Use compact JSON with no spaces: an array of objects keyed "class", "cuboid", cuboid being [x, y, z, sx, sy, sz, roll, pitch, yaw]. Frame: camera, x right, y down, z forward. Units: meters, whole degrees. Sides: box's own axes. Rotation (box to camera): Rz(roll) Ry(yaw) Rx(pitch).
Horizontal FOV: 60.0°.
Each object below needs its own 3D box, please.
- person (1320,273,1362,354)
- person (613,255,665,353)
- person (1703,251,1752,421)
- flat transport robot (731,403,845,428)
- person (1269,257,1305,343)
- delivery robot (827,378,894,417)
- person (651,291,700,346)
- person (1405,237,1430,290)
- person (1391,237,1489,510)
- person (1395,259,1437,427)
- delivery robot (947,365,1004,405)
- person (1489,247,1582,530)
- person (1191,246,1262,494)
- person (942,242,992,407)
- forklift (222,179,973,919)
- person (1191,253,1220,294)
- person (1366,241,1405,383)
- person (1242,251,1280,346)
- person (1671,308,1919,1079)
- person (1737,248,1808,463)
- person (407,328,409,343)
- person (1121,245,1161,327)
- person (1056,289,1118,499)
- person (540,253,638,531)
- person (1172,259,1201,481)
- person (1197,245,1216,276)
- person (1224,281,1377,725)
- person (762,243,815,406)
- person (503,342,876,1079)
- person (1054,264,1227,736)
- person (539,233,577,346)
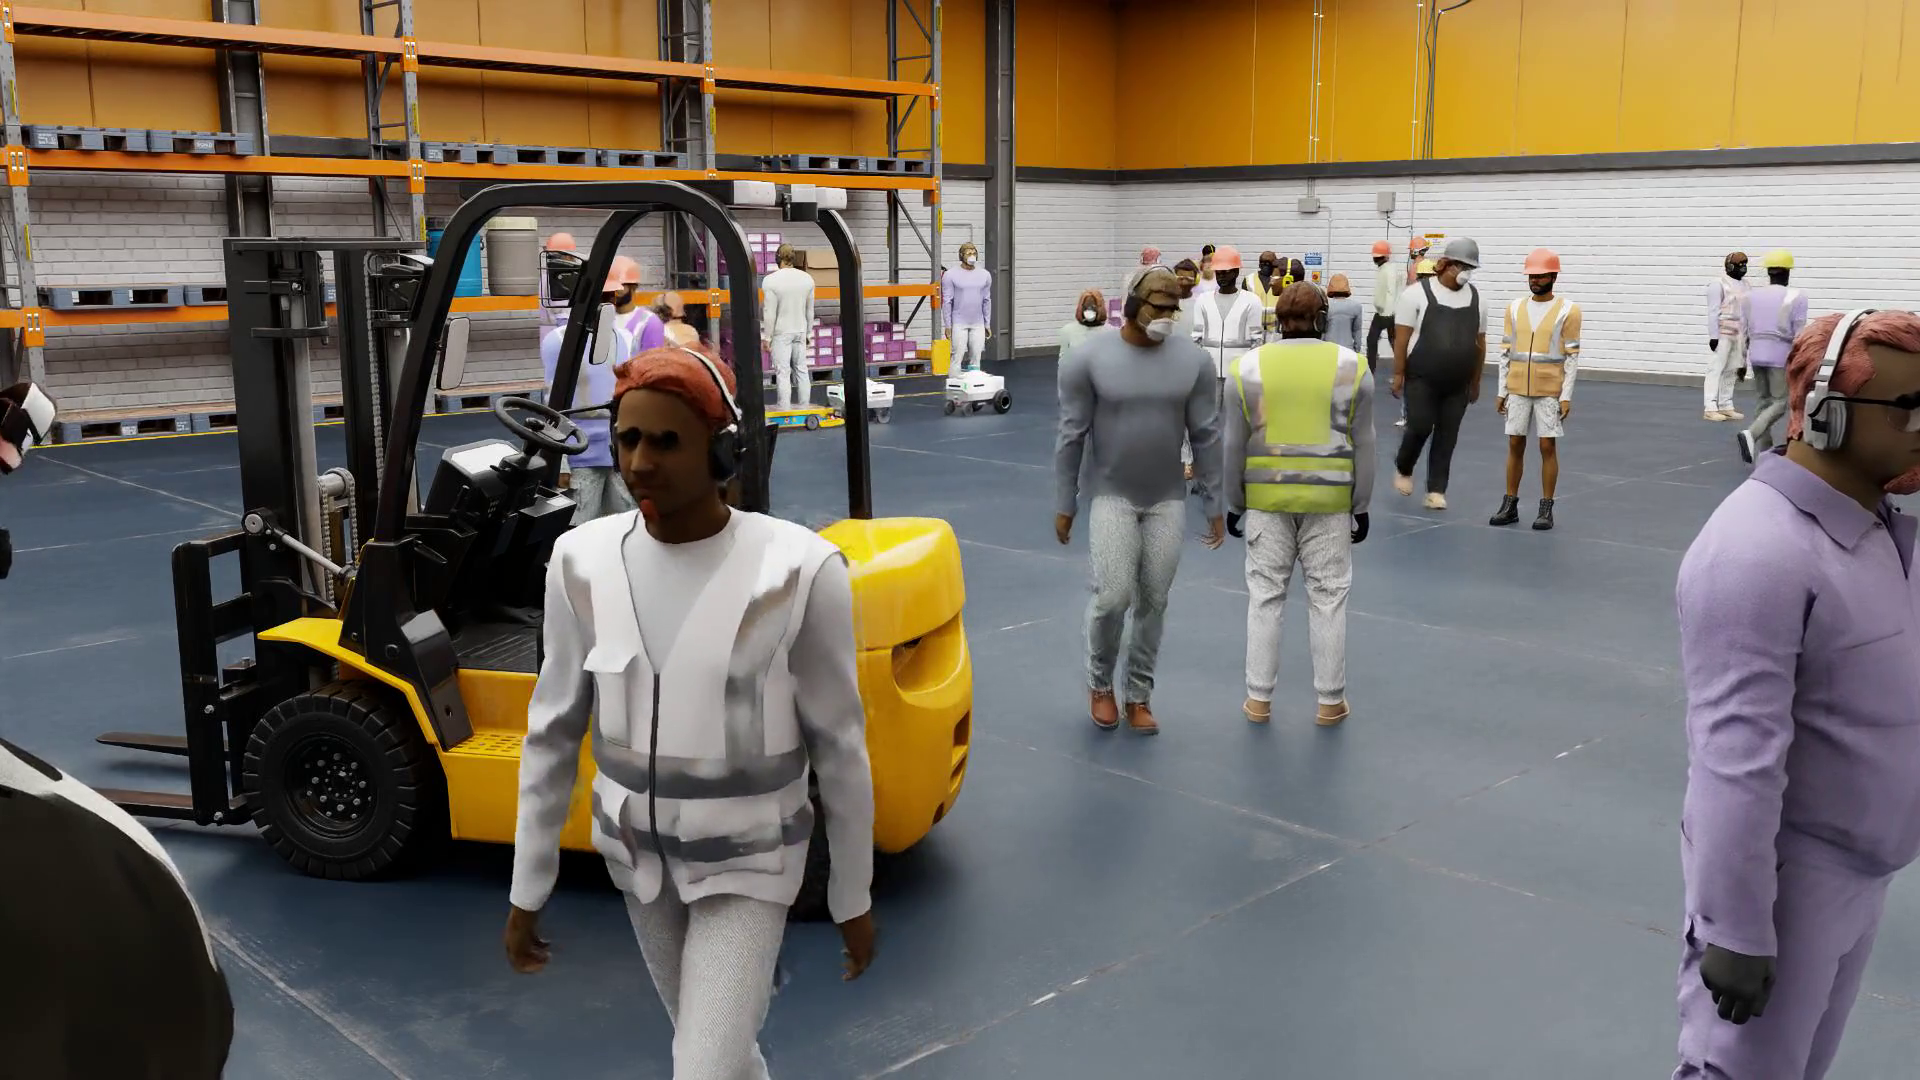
[{"class":"person","cuboid":[3.866,-1.909,17.064,0.507,1.631,0.277,-1,10,-8]},{"class":"person","cuboid":[-2.094,-0.893,10.812,0.550,1.906,0.965,6,12,28]},{"class":"person","cuboid":[8.446,-2.229,18.244,0.619,1.845,0.430,-6,12,-30]},{"class":"flat transport robot","cuboid":[-1.978,-1.275,17.323,1.431,0.197,0.652,-8,13,-36]},{"class":"person","cuboid":[2.298,-1.052,11.742,0.330,1.874,0.518,2,11,11]},{"class":"delivery robot","cuboid":[-1.063,-1.563,17.864,0.707,0.478,0.477,-8,13,-36]},{"class":"person","cuboid":[-2.092,-1.084,12.638,0.795,1.604,0.533,4,11,23]},{"class":"person","cuboid":[6.557,-3.340,23.883,0.377,1.994,0.608,8,13,36]},{"class":"person","cuboid":[3.559,-1.242,12.314,0.714,2.000,0.601,-1,10,-4]},{"class":"person","cuboid":[4.884,-2.071,17.581,0.525,1.772,0.305,6,12,31]},{"class":"delivery robot","cuboid":[0.173,-1.736,18.808,0.477,0.478,0.707,10,14,42]},{"class":"person","cuboid":[3.975,-1.040,11.497,0.543,1.939,0.355,8,13,37]},{"class":"person","cuboid":[2.059,-1.307,12.950,0.552,1.936,0.359,4,11,21]},{"class":"person","cuboid":[0.090,-2.547,19.712,0.630,1.940,0.371,-4,11,-23]},{"class":"forklift","cuboid":[-1.114,-0.058,5.440,2.313,2.155,1.214,2,11,13]},{"class":"person","cuboid":[3.006,-2.568,20.196,0.575,1.817,0.830,1,10,3]},{"class":"person","cuboid":[5.761,-3.088,22.632,0.913,1.937,0.636,-2,11,-13]},{"class":"person","cuboid":[3.669,-2.541,19.968,0.624,1.837,0.430,2,11,11]},{"class":"person","cuboid":[1.433,0.569,2.807,0.402,1.906,0.651,10,14,42]},{"class":"person","cuboid":[7.084,-1.593,14.583,0.708,1.911,0.597,-6,12,-31]},{"class":"person","cuboid":[-4.521,-1.163,12.988,0.518,1.636,0.312,1,10,6]},{"class":"person","cuboid":[2.157,-2.380,18.892,0.652,1.904,0.403,3,11,15]},{"class":"person","cuboid":[0.968,-1.092,12.644,0.526,1.606,0.617,3,11,15]},{"class":"person","cuboid":[-1.736,-0.405,8.030,0.361,1.940,0.543,8,13,38]},{"class":"person","cuboid":[1.906,-1.422,13.888,0.566,1.825,0.640,6,12,32]},{"class":"person","cuboid":[4.012,-3.848,27.024,0.311,1.859,0.532,-8,13,-38]},{"class":"person","cuboid":[1.399,-0.144,6.891,0.619,1.838,0.430,3,11,14]},{"class":"person","cuboid":[-1.828,-2.168,17.648,0.630,1.940,0.373,-9,14,-39]},{"class":"person","cuboid":[-0.504,0.600,2.814,0.608,1.835,0.955,4,11,23]},{"class":"person","cuboid":[0.712,-0.141,6.676,0.660,1.906,0.457,-2,11,-12]},{"class":"person","cuboid":[-3.543,-1.706,14.847,0.387,2.039,0.614,-5,11,-25]}]
